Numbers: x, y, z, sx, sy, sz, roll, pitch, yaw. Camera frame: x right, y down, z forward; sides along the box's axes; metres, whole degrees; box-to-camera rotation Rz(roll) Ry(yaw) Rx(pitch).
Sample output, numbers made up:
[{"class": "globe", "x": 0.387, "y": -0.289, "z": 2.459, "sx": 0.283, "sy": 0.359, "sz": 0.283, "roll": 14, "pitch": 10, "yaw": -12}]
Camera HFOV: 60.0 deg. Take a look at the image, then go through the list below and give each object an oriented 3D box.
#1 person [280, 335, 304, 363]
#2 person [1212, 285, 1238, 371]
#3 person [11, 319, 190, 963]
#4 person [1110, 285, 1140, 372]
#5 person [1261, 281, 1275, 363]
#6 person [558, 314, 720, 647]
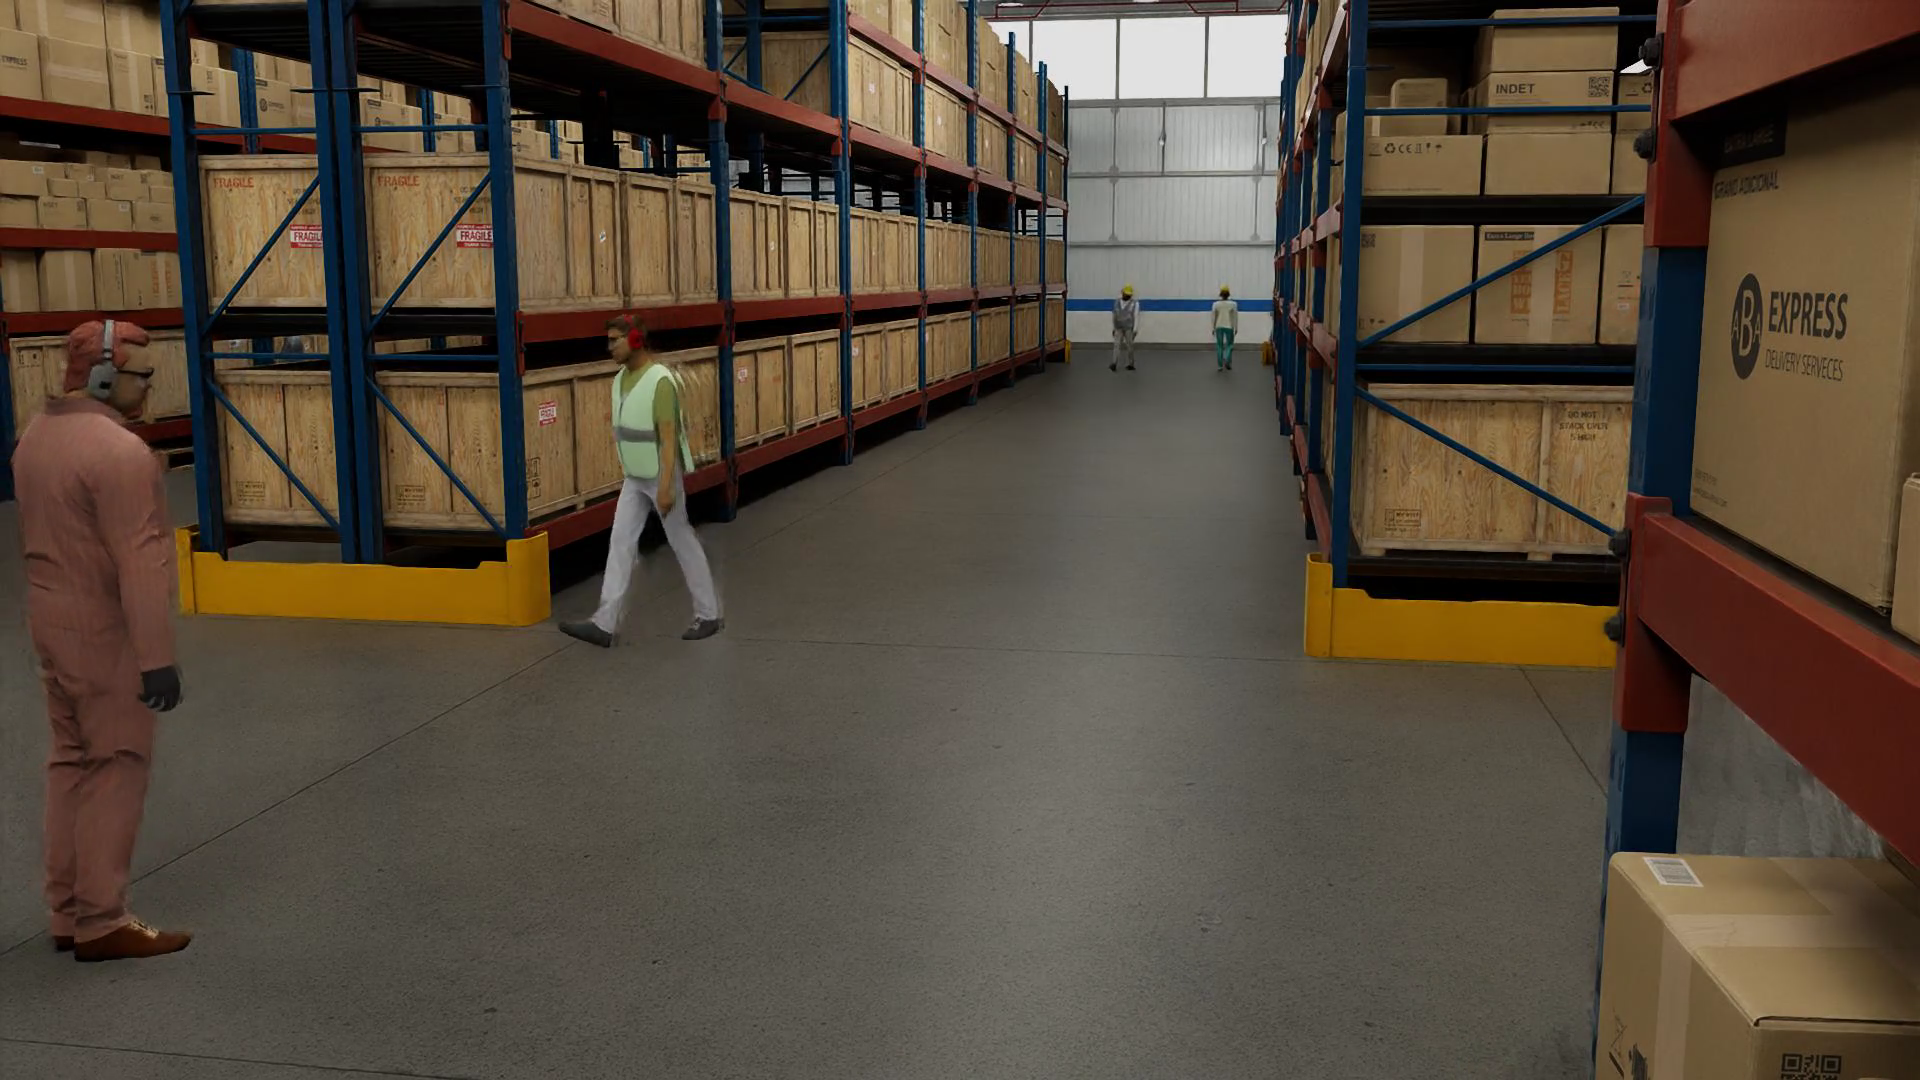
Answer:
[{"class": "person", "x": -7.004, "y": -1.602, "z": 17.480, "sx": 0.279, "sy": 1.633, "sz": 0.499, "roll": -5, "pitch": 10, "yaw": -27}, {"class": "person", "x": 5.461, "y": -4.367, "z": 34.299, "sx": 0.547, "sy": 1.736, "sz": 0.725, "roll": 3, "pitch": 10, "yaw": 17}, {"class": "person", "x": -2.534, "y": 0.295, "z": 4.941, "sx": 0.688, "sy": 1.889, "sz": 0.414, "roll": 9, "pitch": 13, "yaw": 44}, {"class": "person", "x": 3.354, "y": -4.314, "z": 33.924, "sx": 0.625, "sy": 1.761, "sz": 0.942, "roll": 5, "pitch": 10, "yaw": 26}, {"class": "person", "x": 7.150, "y": -4.836, "z": 36.832, "sx": 0.860, "sy": 1.875, "sz": 0.656, "roll": 2, "pitch": 9, "yaw": 10}, {"class": "person", "x": -1.704, "y": -0.312, "z": 8.973, "sx": 0.945, "sy": 1.783, "sz": 0.675, "roll": -8, "pitch": 12, "yaw": -41}]
